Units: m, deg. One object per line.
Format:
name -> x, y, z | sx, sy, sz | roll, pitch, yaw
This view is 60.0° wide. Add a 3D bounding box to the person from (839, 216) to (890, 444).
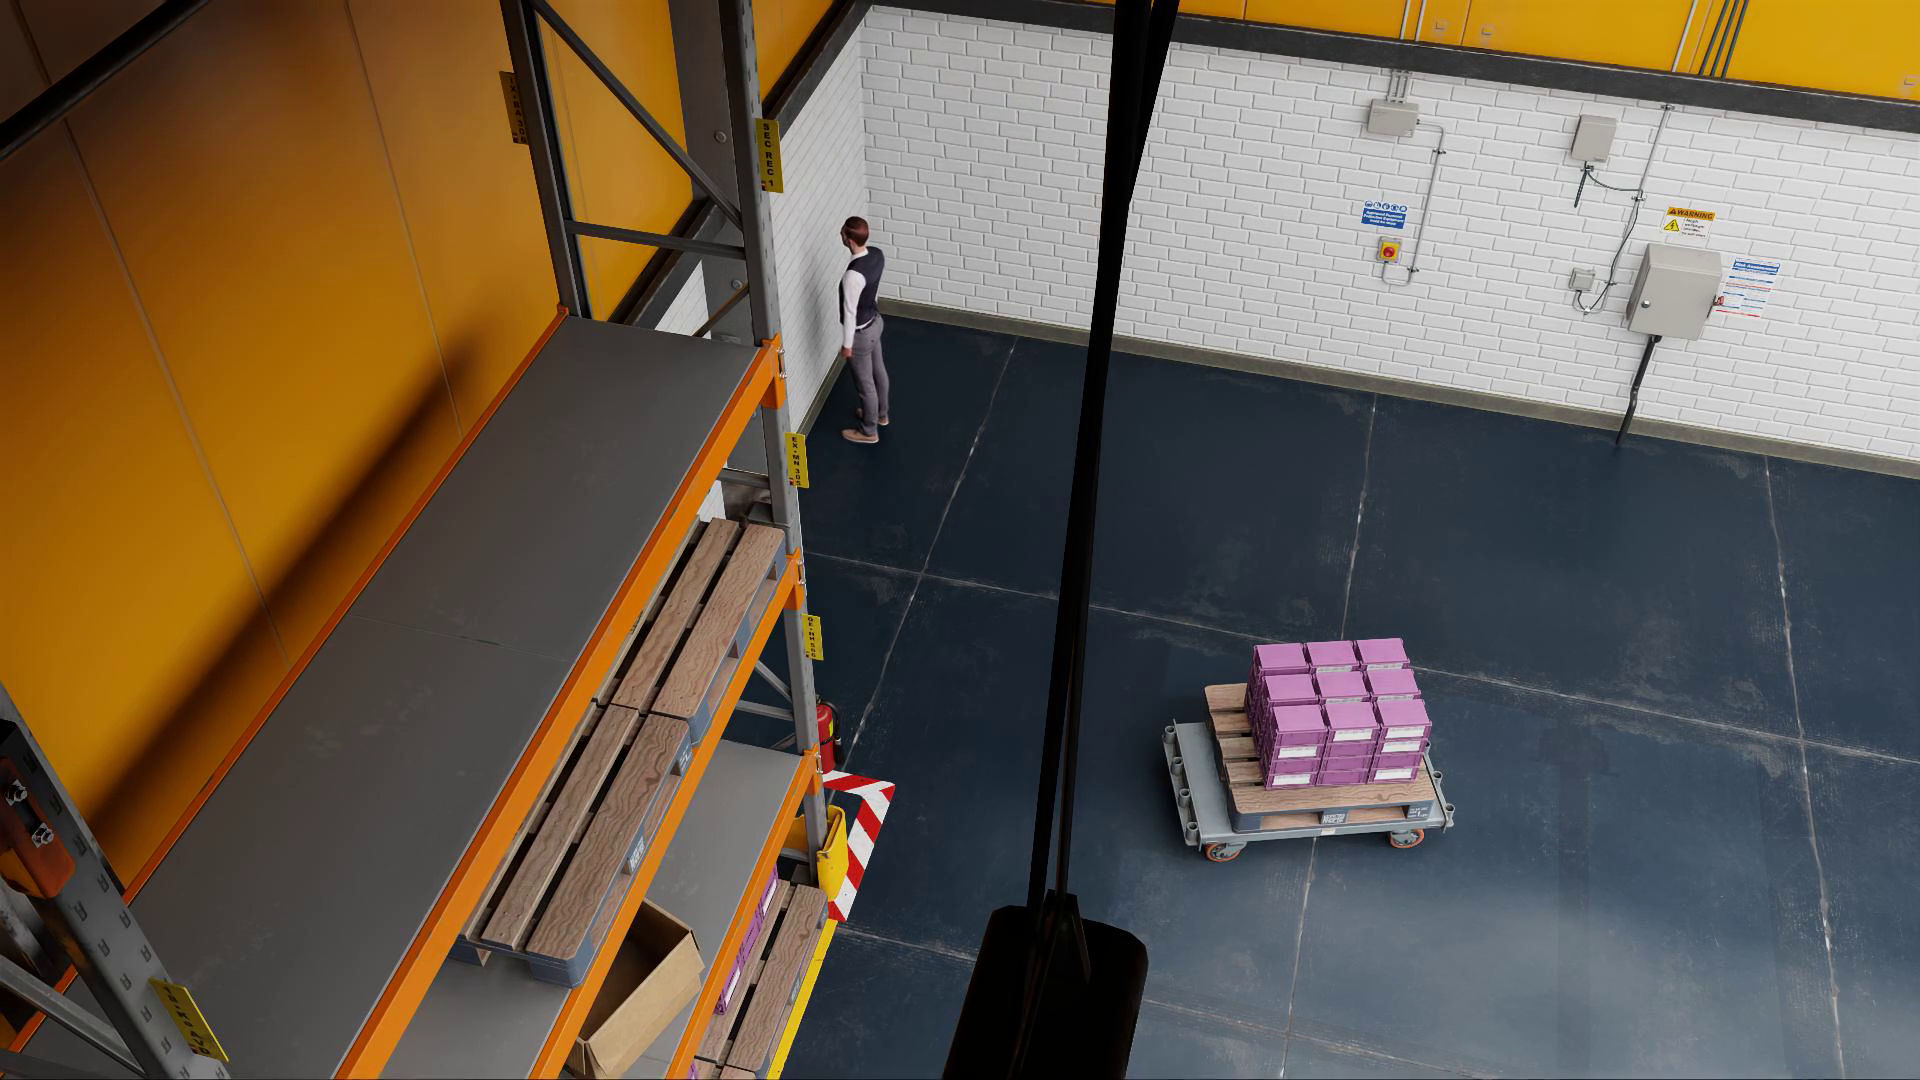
person -> -0.725, -1.592, 12.545 | 0.712, 1.937, 0.497 | 14, 45, 14
